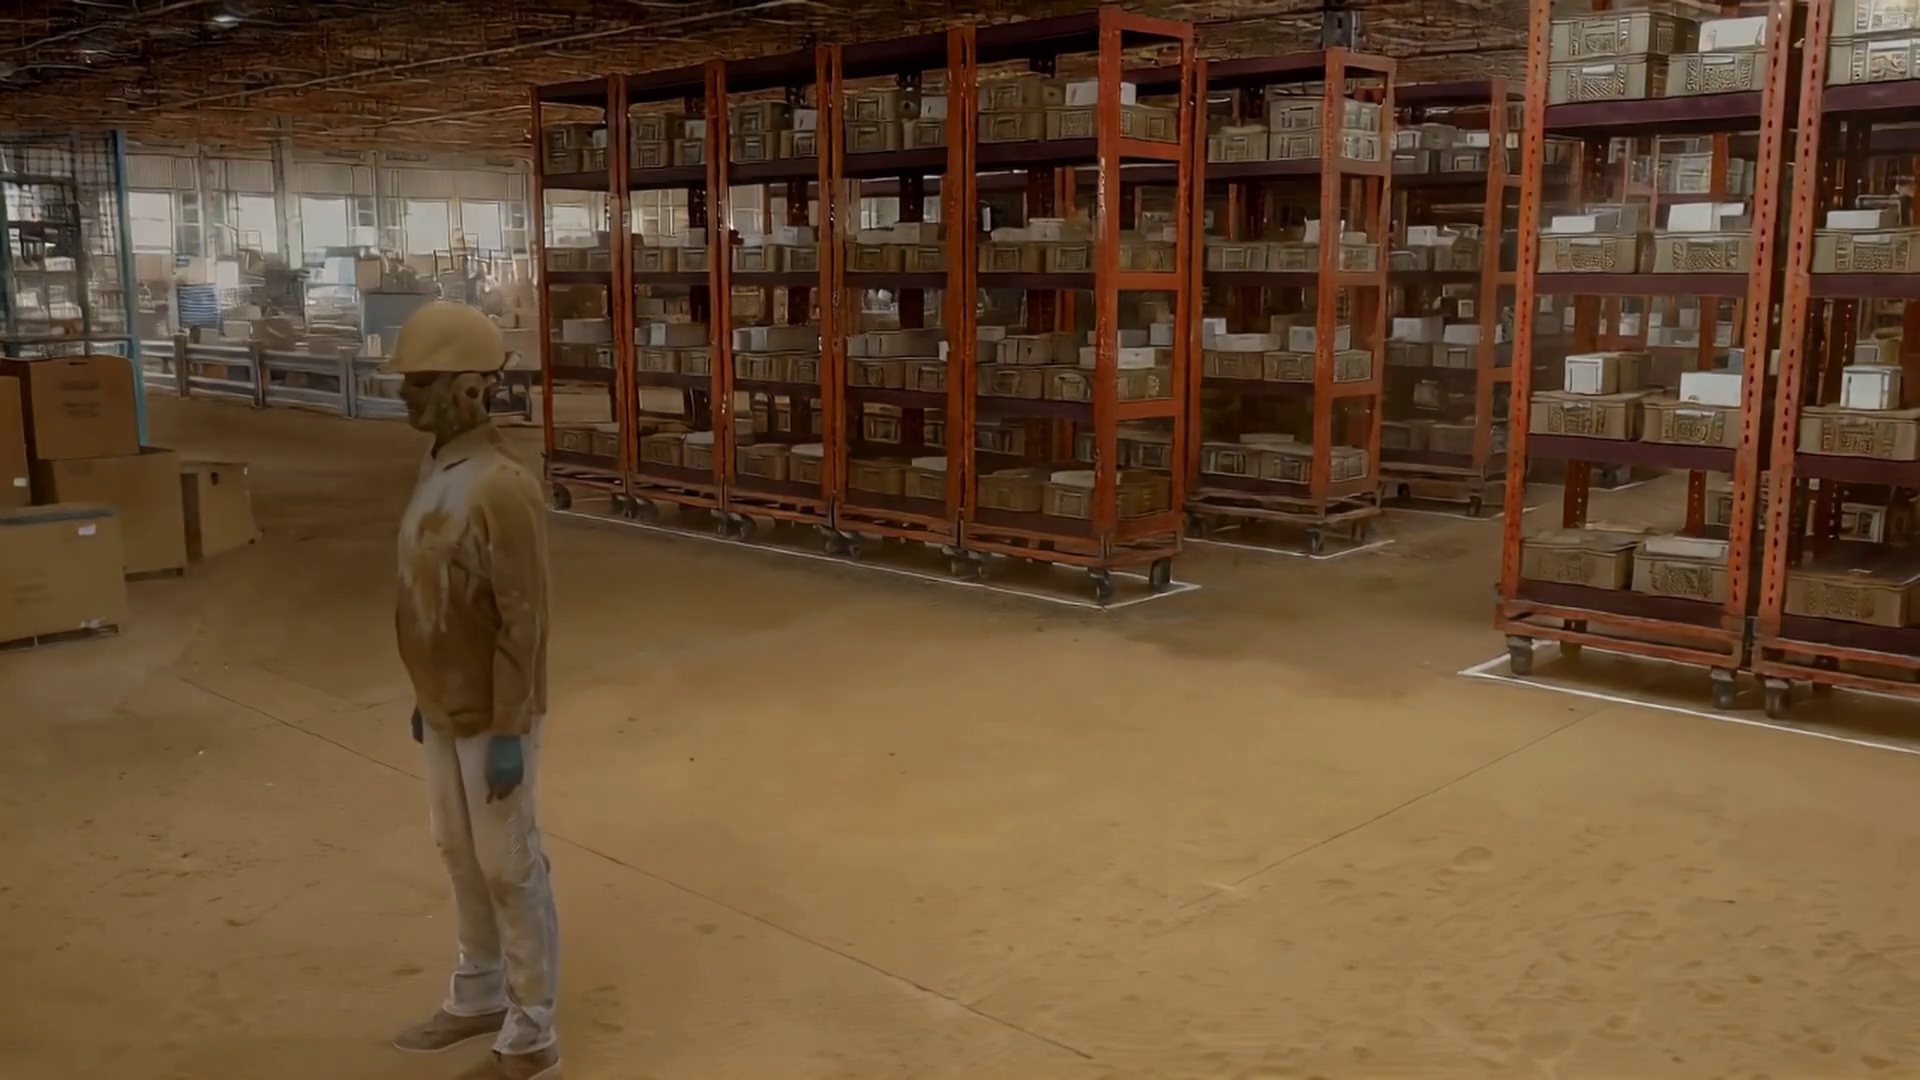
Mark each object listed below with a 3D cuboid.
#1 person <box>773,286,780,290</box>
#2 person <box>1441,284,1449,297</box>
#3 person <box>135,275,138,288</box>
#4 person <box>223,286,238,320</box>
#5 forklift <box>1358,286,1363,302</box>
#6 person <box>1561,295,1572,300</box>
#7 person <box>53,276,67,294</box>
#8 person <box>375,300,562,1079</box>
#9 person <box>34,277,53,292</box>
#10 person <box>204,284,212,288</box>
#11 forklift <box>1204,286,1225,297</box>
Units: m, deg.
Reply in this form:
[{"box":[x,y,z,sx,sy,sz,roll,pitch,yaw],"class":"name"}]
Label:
[{"box":[-8.824,-11.900,79.896,0.388,1.908,0.584,0,9,3],"class":"person"},{"box":[13.768,-6.490,47.354,0.318,1.695,0.539,-1,9,-5],"class":"person"},{"box":[-39.292,-11.746,79.281,0.954,1.791,0.624,-4,10,-24],"class":"person"},{"box":[-16.532,-4.987,37.630,0.329,1.866,0.514,3,10,16],"class":"person"},{"box":[11.100,-7.017,46.970,1.873,2.768,1.129,9,13,43],"class":"forklift"},{"box":[12.542,-4.436,34.343,0.592,1.833,0.404,-7,11,-36],"class":"person"},{"box":[-28.771,-7.620,53.232,0.536,2.000,0.688,-4,10,-25],"class":"person"},{"box":[-1.227,0.404,4.175,0.376,1.995,0.612,-7,12,-38],"class":"person"},{"box":[-31.229,-8.130,56.798,0.682,1.907,0.645,9,13,44],"class":"person"},{"box":[-36.939,-12.186,81.478,0.839,1.967,0.626,-3,10,-20],"class":"person"},{"box":[9.377,-9.332,61.160,1.873,2.768,1.129,9,13,43],"class":"forklift"}]
